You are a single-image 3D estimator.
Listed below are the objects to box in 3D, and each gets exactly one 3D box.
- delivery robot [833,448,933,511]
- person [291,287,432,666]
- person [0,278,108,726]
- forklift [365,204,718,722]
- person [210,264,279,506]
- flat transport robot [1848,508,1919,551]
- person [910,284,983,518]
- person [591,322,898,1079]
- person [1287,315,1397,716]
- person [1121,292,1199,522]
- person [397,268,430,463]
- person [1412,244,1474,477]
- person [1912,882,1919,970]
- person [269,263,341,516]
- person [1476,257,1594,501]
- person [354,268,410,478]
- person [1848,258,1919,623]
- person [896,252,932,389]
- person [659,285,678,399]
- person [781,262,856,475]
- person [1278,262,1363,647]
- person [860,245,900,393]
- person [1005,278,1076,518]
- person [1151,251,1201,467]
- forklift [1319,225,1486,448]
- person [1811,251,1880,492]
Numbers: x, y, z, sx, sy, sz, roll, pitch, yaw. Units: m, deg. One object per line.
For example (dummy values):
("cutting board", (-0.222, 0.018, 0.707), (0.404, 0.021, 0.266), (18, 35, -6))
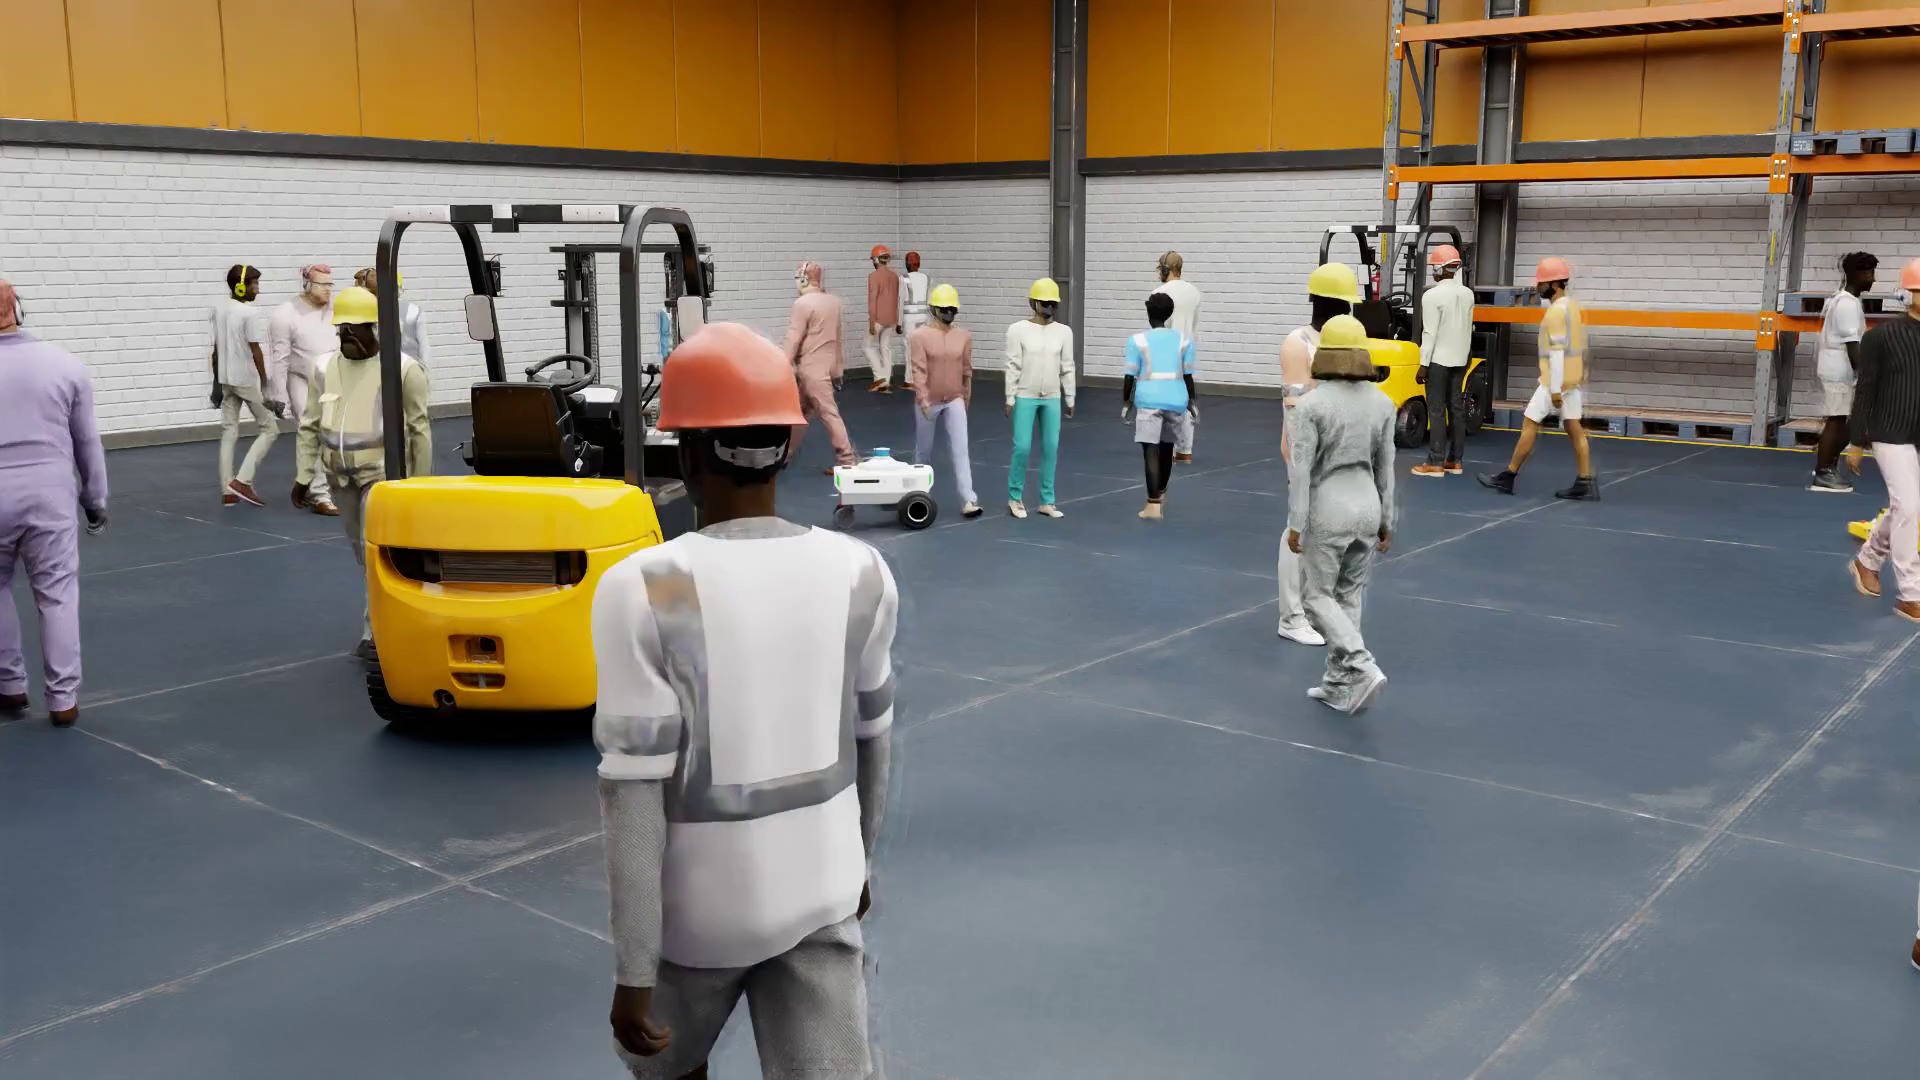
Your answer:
("delivery robot", (-0.551, -0.415, 11.856), (0.707, 0.478, 0.477), (-1, 10, -6))
("person", (-2.926, -0.298, 7.994), (0.601, 1.807, 0.765), (3, 11, 14))
("person", (-4.006, -0.166, 7.065), (0.685, 1.874, 0.739), (-8, 13, -37))
("forklift", (-1.766, -0.406, 7.525), (1.214, 2.155, 2.313), (1, 10, 7))
("person", (-5.479, -1.170, 12.716), (0.653, 1.849, 0.367), (5, 12, 28))
("flat transport robot", (6.765, -0.071, 10.994), (1.431, 0.197, 0.652), (1, 10, 5))
("person", (-0.132, -1.030, 12.316), (0.525, 1.711, 0.947), (-4, 11, -21))
("person", (-0.400, 0.576, 2.909), (0.575, 1.888, 0.960), (-6, 12, -30))
("person", (1.649, -0.083, 7.033), (0.506, 1.719, 0.587), (-4, 11, -20))
("person", (1.451, -0.995, 12.308), (0.568, 1.641, 0.889), (-2, 11, -14))
("person", (-5.049, -1.540, 14.868), (0.595, 1.815, 0.546), (-2, 10, -12))
("person", (4.170, -1.546, 14.394), (0.614, 1.993, 0.395), (-7, 12, -34))
("person", (2.878, 0.304, 4.483), (0.519, 1.873, 0.328), (-4, 11, -23))
("person", (-4.867, -1.137, 12.483), (0.783, 1.874, 0.682), (8, 13, 38))
("person", (4.601, -1.269, 13.133), (0.988, 1.883, 0.560), (9, 13, 40))
("person", (-4.013, -0.947, 11.487), (0.345, 1.846, 0.508), (1, 10, 5))
("person", (5.214, -0.580, 9.159), (0.623, 1.958, 0.973), (0, 10, -2))
("person", (-0.624, -2.997, 22.778), (0.568, 1.878, 0.350), (-8, 13, -38))
("person", (-3.094, -2.037, 18.225), (0.518, 1.594, 0.868), (-8, 13, -38))
("person", (-1.332, -1.486, 14.489), (1.041, 1.842, 0.639), (3, 11, 18))
("person", (1.829, -0.438, 8.451), (0.370, 1.924, 0.586), (7, 13, 36))
("person", (-1.059, -2.930, 22.134), (0.428, 1.969, 0.636), (8, 13, 36))
("person", (0.583, -1.031, 12.178), (0.556, 1.761, 0.359), (-4, 11, -19))
("person", (1.917, -1.629, 15.011), (0.355, 1.936, 0.635), (10, 14, 43))
("forklift", (4.449, -2.115, 16.993), (1.214, 2.155, 2.313), (8, 13, 38))
("person", (7.148, -1.343, 13.394), (0.440, 1.943, 0.612), (6, 12, 30))
